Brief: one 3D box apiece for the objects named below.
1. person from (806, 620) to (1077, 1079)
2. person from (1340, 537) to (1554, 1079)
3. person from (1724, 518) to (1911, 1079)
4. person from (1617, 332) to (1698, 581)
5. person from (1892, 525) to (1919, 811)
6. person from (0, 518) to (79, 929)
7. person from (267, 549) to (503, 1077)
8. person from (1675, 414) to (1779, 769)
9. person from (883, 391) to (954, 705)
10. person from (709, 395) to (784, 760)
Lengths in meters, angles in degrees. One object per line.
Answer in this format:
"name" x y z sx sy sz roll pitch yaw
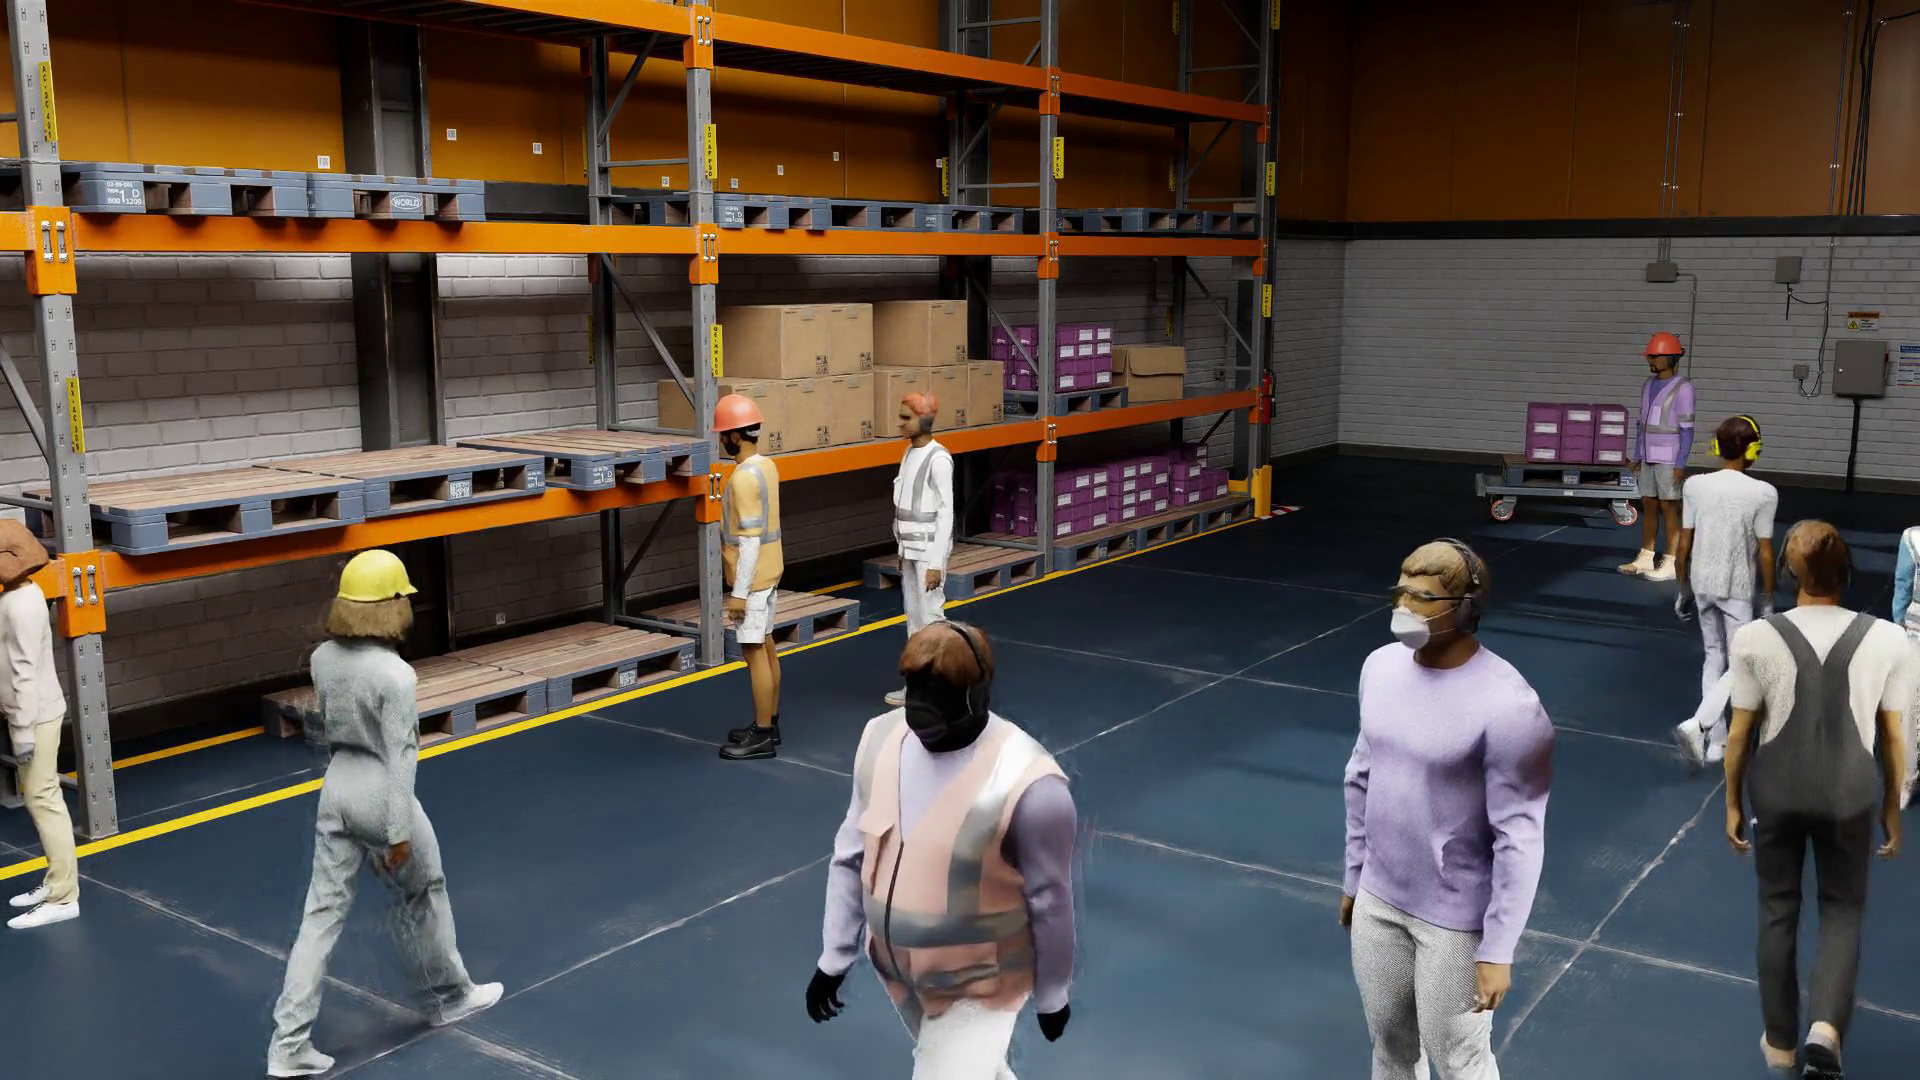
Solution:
"person" 0.010 1.053 4.134 0.618 1.796 1.003 9 13 44
"person" 1.212 0.952 4.285 0.353 1.938 0.640 -5 11 -28
"person" 2.679 0.849 5.225 0.536 1.824 0.530 4 10 22
"person" 5.754 -0.684 13.700 0.388 2.045 0.605 -2 10 -13
"person" 4.788 0.496 8.051 0.532 1.622 0.730 8 12 40
"person" -3.704 0.718 6.603 0.277 1.627 0.497 -6 11 -32
"person" -1.942 0.873 5.456 0.502 1.701 0.888 5 11 26
"person" 3.912 0.280 8.558 0.675 1.851 0.515 -7 12 -38
"person" -0.222 0.082 9.629 0.352 1.882 0.601 -4 10 -22
"person" -1.128 0.199 8.783 0.374 1.930 0.542 1 10 5
